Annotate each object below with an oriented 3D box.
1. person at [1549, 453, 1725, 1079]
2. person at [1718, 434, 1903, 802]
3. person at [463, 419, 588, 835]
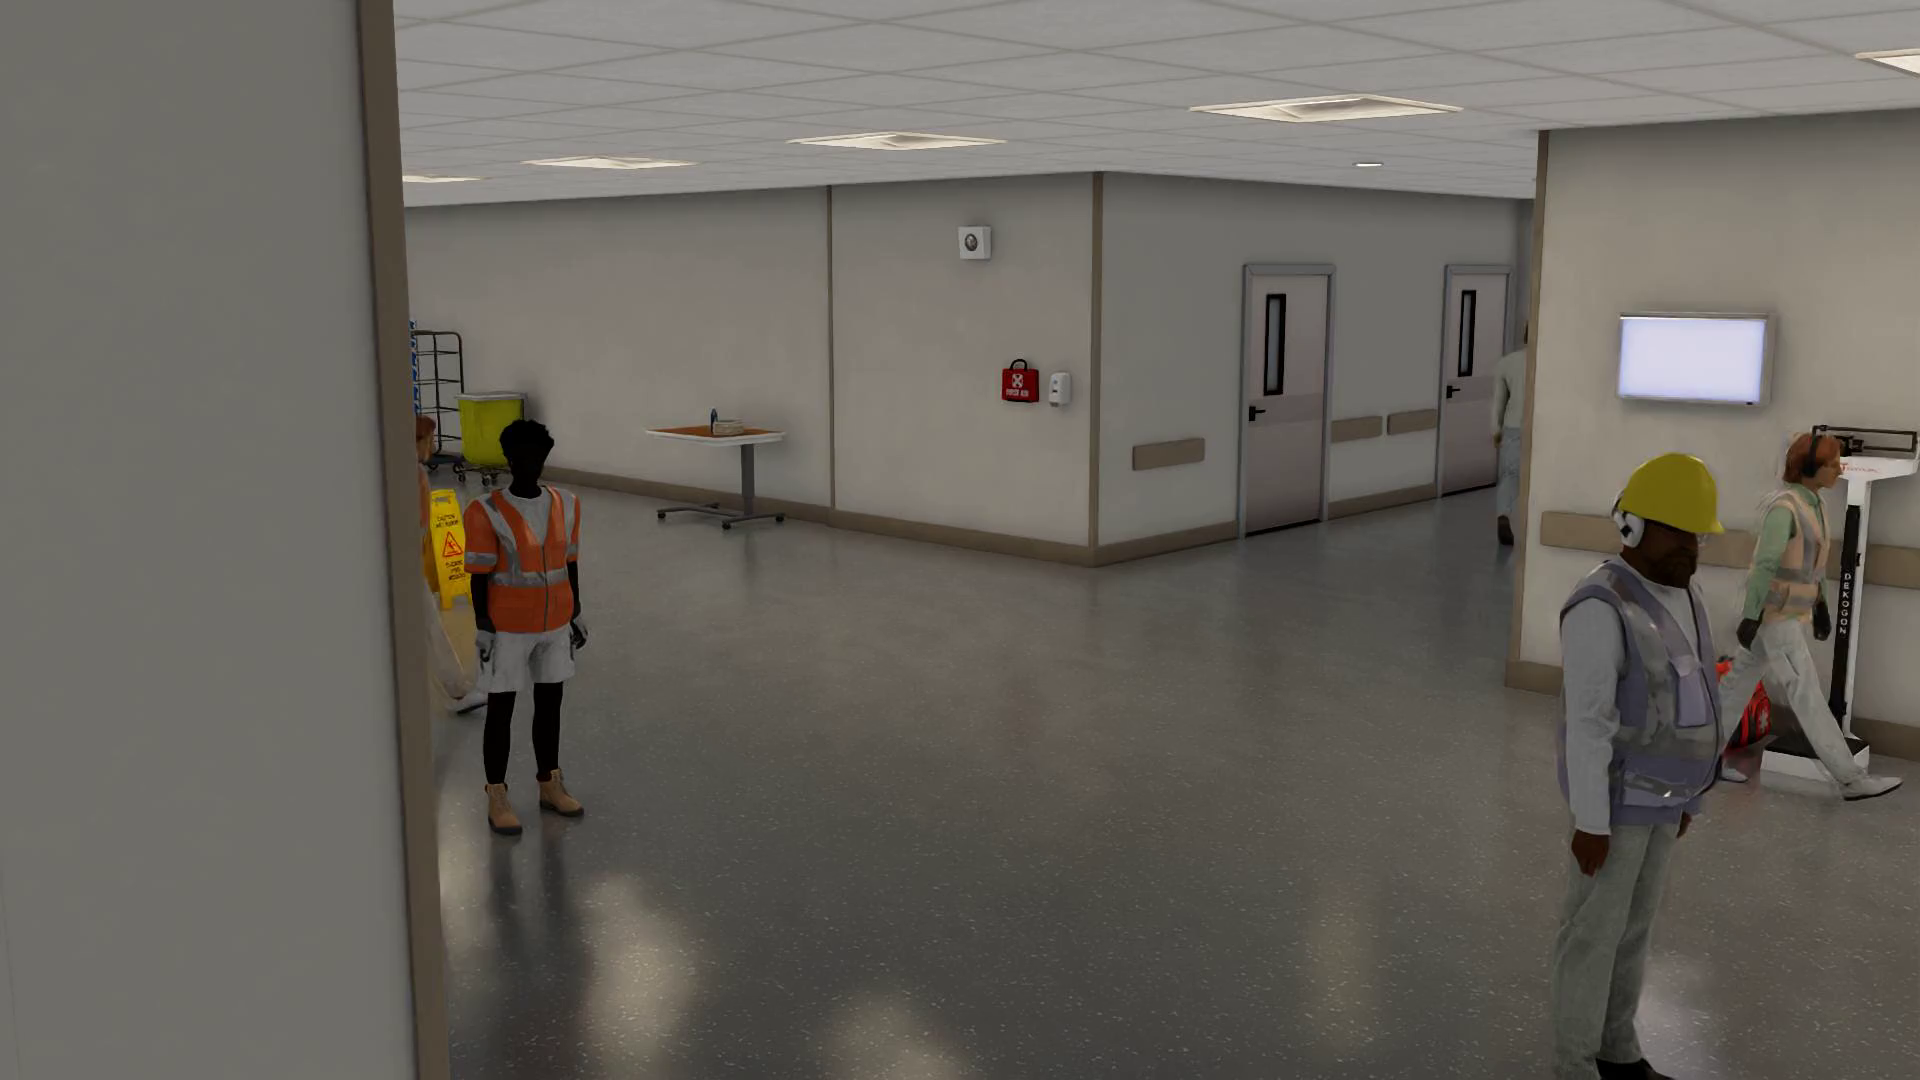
[{"bbox_3d":[1.810,0.673,4.442,0.592,1.825,0.404,-9,13,-44],"label":"person"},{"bbox_3d":[3.649,0.334,7.220,0.899,1.580,0.530,7,12,39],"label":"person"},{"bbox_3d":[-1.778,0.343,6.859,0.537,1.696,0.321,-9,13,-44],"label":"person"}]
